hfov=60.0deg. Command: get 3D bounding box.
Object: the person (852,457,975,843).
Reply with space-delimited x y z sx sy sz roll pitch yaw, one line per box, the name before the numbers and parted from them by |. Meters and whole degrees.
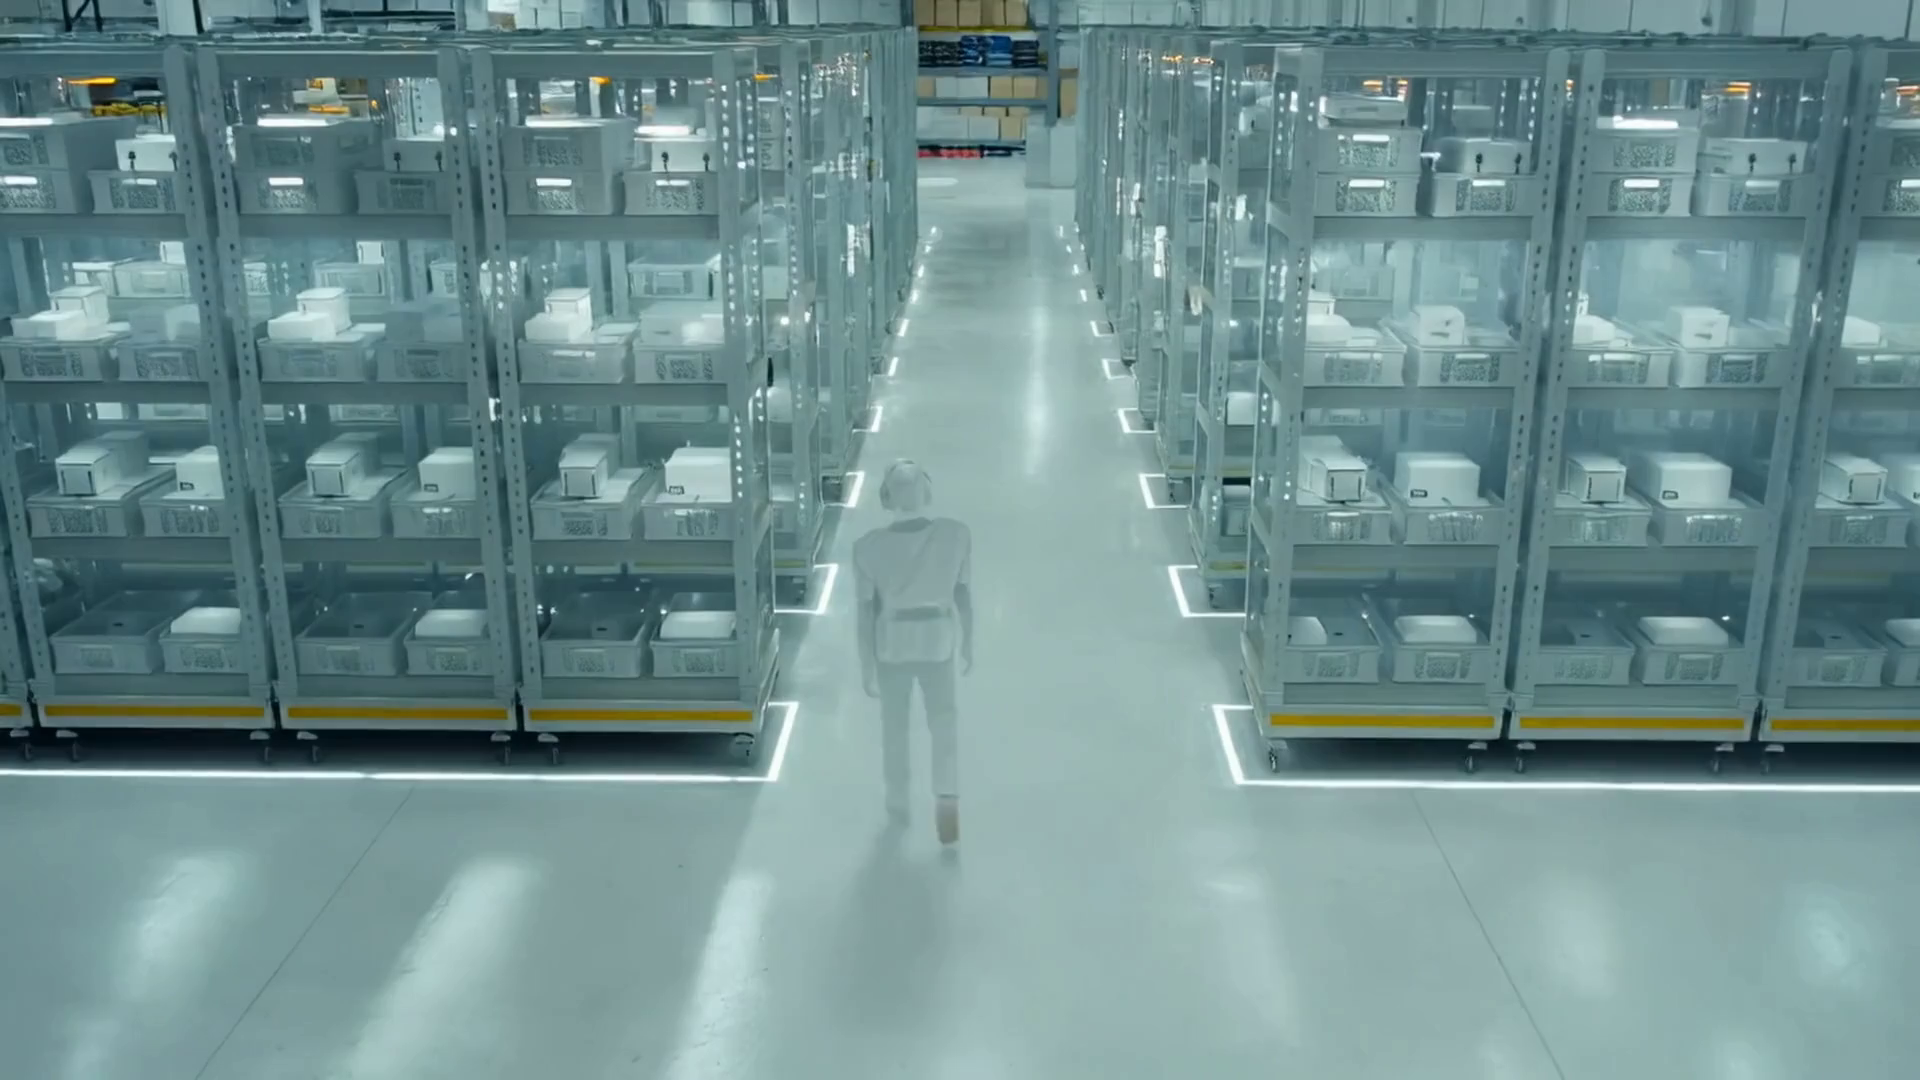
person | -0.197 0.530 7.683 0.585 1.822 0.673 -3 18 -10
